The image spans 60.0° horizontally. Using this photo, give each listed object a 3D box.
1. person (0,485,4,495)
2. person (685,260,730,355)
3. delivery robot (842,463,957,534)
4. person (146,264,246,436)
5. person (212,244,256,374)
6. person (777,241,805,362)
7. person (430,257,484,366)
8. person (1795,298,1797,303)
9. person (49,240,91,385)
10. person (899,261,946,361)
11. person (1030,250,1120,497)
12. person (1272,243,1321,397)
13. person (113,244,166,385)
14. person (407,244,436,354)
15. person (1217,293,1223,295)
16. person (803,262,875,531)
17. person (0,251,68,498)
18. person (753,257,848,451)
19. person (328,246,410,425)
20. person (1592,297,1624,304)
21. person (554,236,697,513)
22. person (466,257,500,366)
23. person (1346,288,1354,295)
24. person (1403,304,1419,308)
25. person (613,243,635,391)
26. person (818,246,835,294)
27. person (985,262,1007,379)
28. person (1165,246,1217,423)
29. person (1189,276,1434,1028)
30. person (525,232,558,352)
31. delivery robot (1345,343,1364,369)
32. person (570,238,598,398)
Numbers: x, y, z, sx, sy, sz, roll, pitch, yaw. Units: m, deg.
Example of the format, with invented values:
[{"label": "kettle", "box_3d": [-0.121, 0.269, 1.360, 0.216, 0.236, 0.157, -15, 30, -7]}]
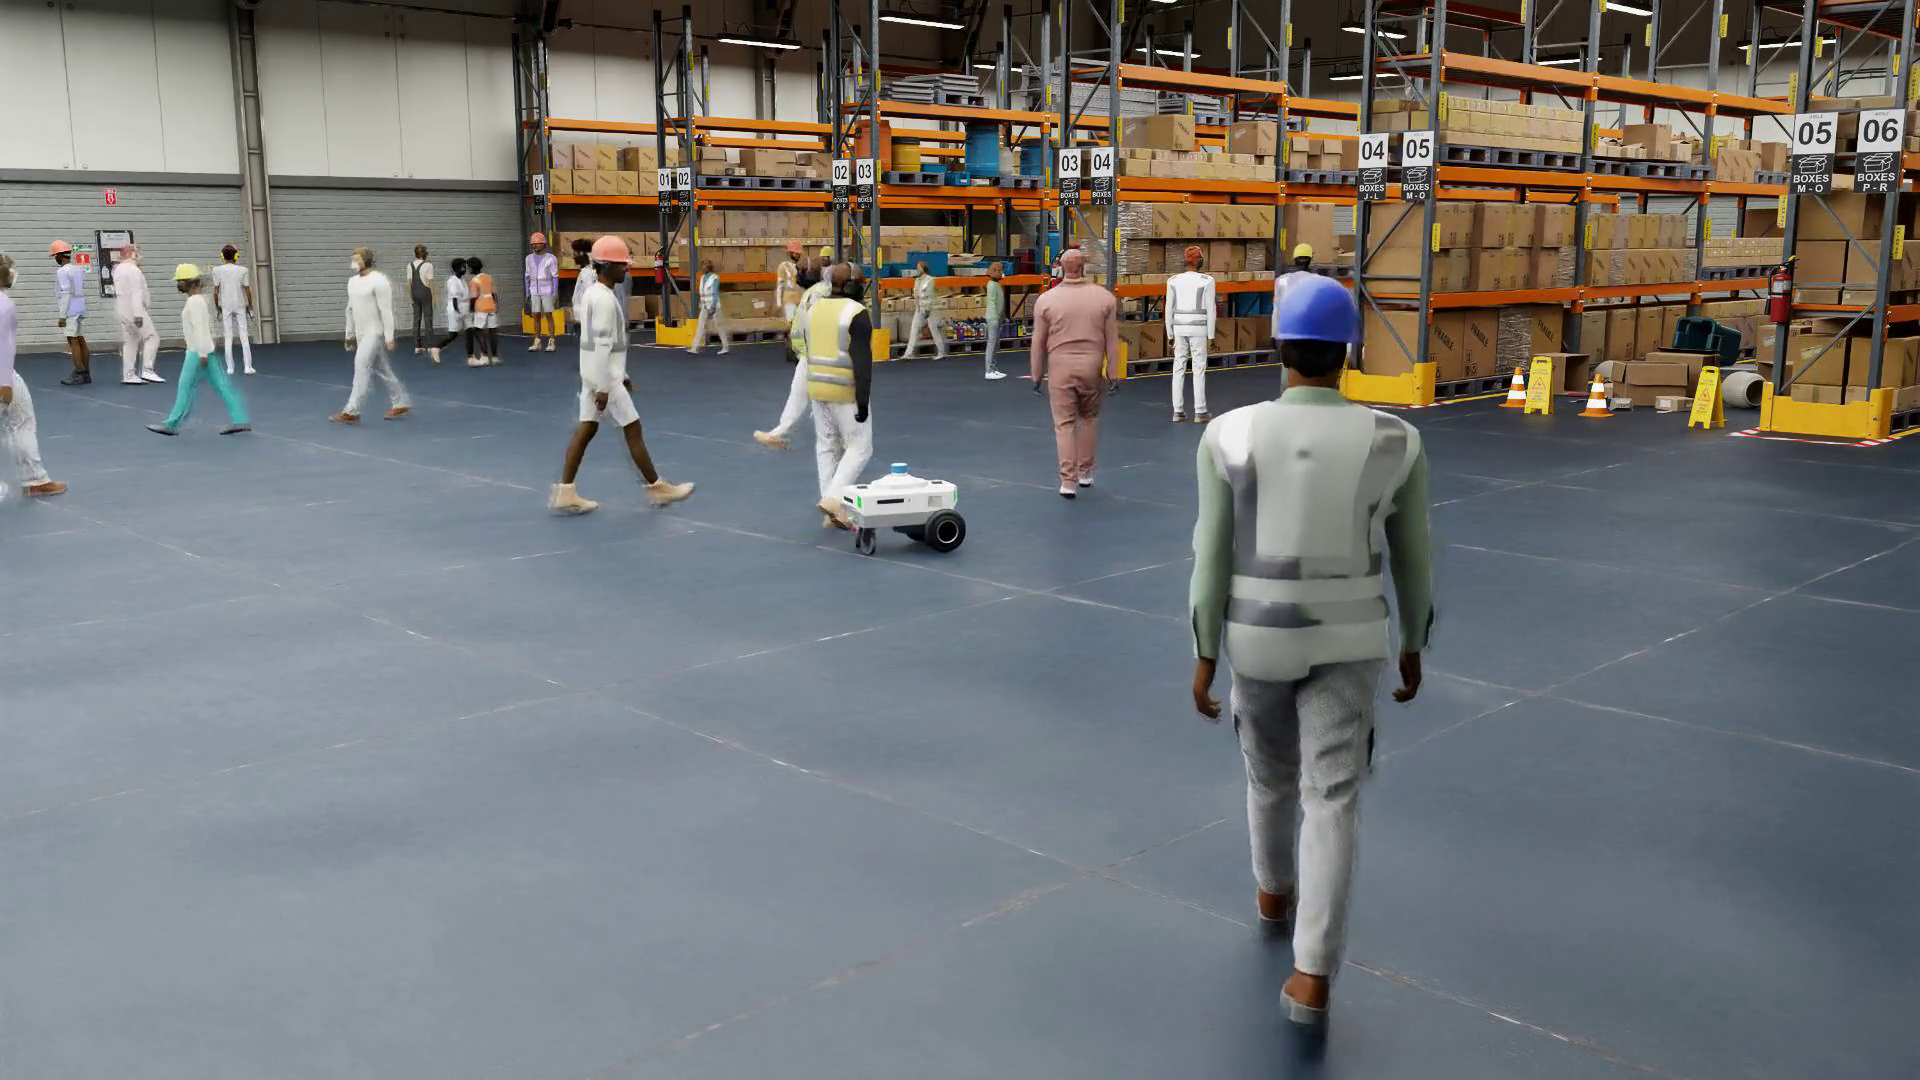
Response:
[{"label": "person", "box_3d": [-7.279, -0.947, 11.783, 0.499, 1.605, 0.777, 6, 12, 30]}, {"label": "person", "box_3d": [-4.210, -3.896, 27.877, 0.536, 1.586, 0.856, 10, 14, 42]}, {"label": "delivery robot", "box_3d": [-0.391, -0.251, 10.711, 0.707, 0.478, 0.477, -4, 11, -22]}, {"label": "person", "box_3d": [-7.672, -1.898, 16.653, 0.926, 1.710, 0.548, -3, 11, -17]}, {"label": "person", "box_3d": [-10.532, -3.340, 24.122, 0.532, 1.864, 0.310, -3, 11, -17]}, {"label": "person", "box_3d": [-2.536, -3.747, 26.239, 0.574, 1.896, 0.930, -8, 13, -36]}, {"label": "person", "box_3d": [-7.734, -3.490, 25.450, 0.725, 1.668, 0.525, 2, 11, 10]}, {"label": "person", "box_3d": [16.646, -4.918, 32.707, 0.605, 1.865, 1.020, -5, 12, -27]}, {"label": "person", "box_3d": [-12.050, -3.073, 22.495, 0.375, 1.927, 0.543, -1, 10, -5]}, {"label": "person", "box_3d": [-0.567, -3.672, 26.658, 0.858, 1.599, 0.520, -9, 14, -40]}, {"label": "person", "box_3d": [0.874, -1.302, 12.962, 0.686, 1.879, 0.794, -1, 10, -7]}, {"label": "person", "box_3d": [3.751, -2.298, 18.329, 0.602, 1.907, 0.451, 3, 11, 18]}, {"label": "person", "box_3d": [-11.075, -3.039, 22.436, 0.666, 1.877, 0.638, 9, 14, 42]}, {"label": "person", "box_3d": [-9.179, -4.114, 28.396, 0.505, 1.845, 0.346, 3, 11, 16]}, {"label": "person", "box_3d": [5.731, -5.477, 35.894, 0.624, 1.817, 0.424, 9, 14, 40]}, {"label": "person", "box_3d": [-0.846, -0.971, 11.330, 0.628, 1.825, 0.538, 8, 13, 36]}, {"label": "person", "box_3d": [-7.396, -1.233, 12.586, 0.667, 1.897, 0.932, 9, 14, 41]}, {"label": "person", "box_3d": [-1.445, -1.723, 15.495, 0.959, 1.789, 0.657, -1, 10, -4]}, {"label": "person", "box_3d": [-6.375, -2.207, 17.897, 0.646, 1.888, 1.006, 9, 14, 40]}, {"label": "person", "box_3d": [11.915, -4.532, 30.572, 0.574, 1.881, 0.358, 5, 11, 24]}, {"label": "person", "box_3d": [-2.486, -1.187, 12.028, 1.040, 1.985, 0.636, -4, 11, -21]}, {"label": "person", "box_3d": [-7.366, -3.543, 25.769, 0.319, 1.671, 0.641, 4, 11, 20]}, {"label": "person", "box_3d": [7.693, -4.683, 31.551, 0.666, 1.825, 0.603, 10, 14, 44]}, {"label": "person", "box_3d": [6.602, -3.236, 23.516, 0.662, 1.878, 0.603, 1, 10, 5]}, {"label": "person", "box_3d": [-4.400, -2.862, 21.437, 0.478, 1.897, 0.707, -3, 11, -18]}, {"label": "person", "box_3d": [-2.230, -4.063, 28.187, 0.619, 1.814, 0.446, 8, 13, 38]}, {"label": "person", "box_3d": [0.502, -3.096, 23.423, 0.282, 1.632, 0.498, 2, 11, 12]}, {"label": "person", "box_3d": [2.495, -2.219, 17.960, 0.576, 1.882, 0.362, 7, 12, 33]}, {"label": "person", "box_3d": [0.932, 0.259, 4.413, 0.633, 1.898, 0.999, 2, 11, 13]}, {"label": "person", "box_3d": [-7.242, -4.280, 28.759, 0.607, 2.044, 0.378, 2, 11, 12]}, {"label": "delivery robot", "box_3d": [5.591, -2.654, 23.815, 0.707, 0.478, 0.477, -8, 13, -39]}, {"label": "person", "box_3d": [-4.597, -2.731, 20.525, 0.366, 1.962, 0.612, -2, 11, -11]}]
